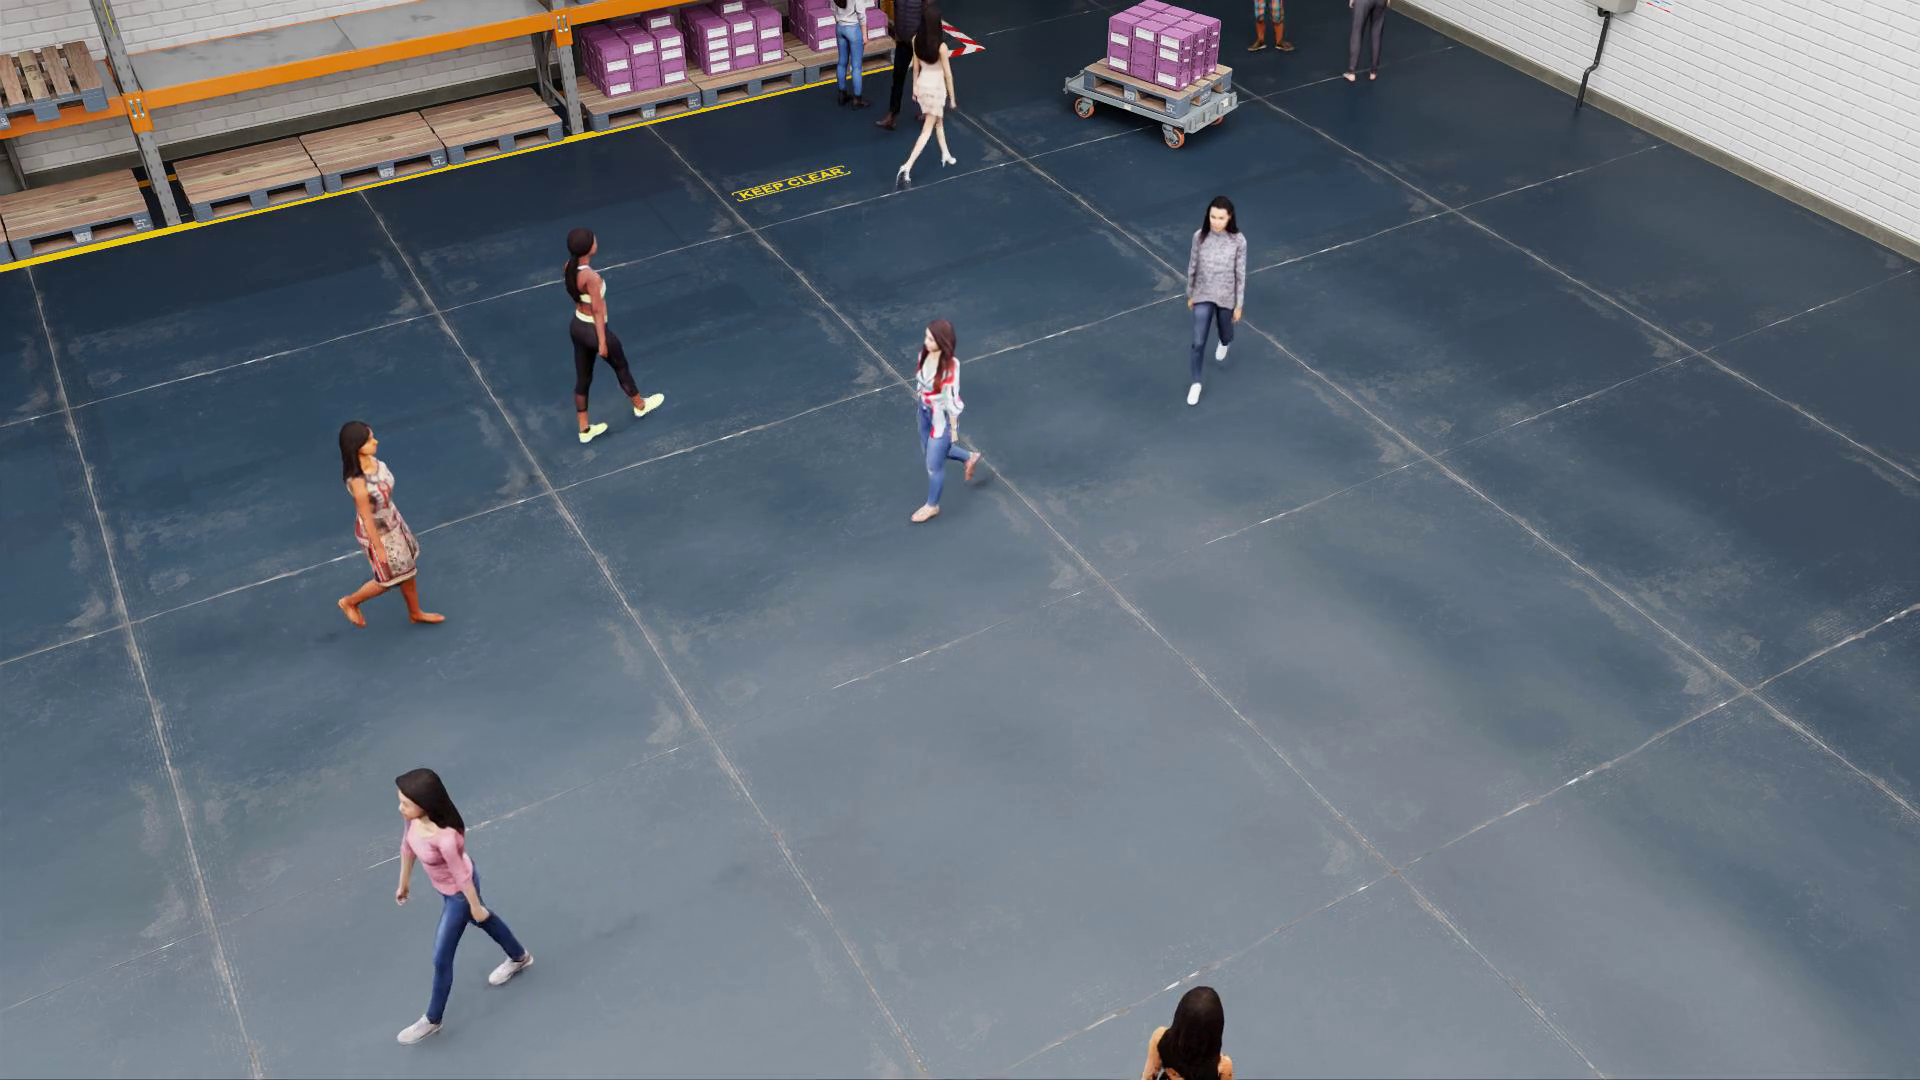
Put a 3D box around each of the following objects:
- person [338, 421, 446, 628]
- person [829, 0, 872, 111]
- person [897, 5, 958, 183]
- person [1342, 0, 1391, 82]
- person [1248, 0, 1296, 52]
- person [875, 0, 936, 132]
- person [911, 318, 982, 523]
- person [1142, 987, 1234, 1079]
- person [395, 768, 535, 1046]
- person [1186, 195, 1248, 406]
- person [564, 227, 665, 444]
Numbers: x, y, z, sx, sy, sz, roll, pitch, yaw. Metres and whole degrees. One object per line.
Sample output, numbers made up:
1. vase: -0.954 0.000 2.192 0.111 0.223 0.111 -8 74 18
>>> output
1. person: -3.826 -0.050 10.762 0.988 1.634 0.853 -3 39 -4
2. person: -1.157 -5.312 17.351 0.669 1.634 0.636 27 46 29
3. person: -0.329 -4.229 15.941 0.833 1.701 1.128 28 46 31
4. person: 4.419 -5.815 17.877 0.599 1.763 0.732 -3 39 -3
5. person: 3.492 -6.156 18.566 0.785 1.436 0.795 7 39 9
6. person: -0.404 -5.096 16.948 1.005 1.799 1.209 25 45 28
7. person: -0.090 -0.888 11.840 0.945 1.598 0.675 -27 46 -29
8. person: 0.954 2.636 7.400 0.708 1.632 0.791 25 45 28
9. person: -2.500 1.731 8.468 1.060 1.713 0.686 -25 45 -28
10. person: 2.029 -1.936 13.062 0.994 1.709 1.060 11 40 13
11. person: -2.836 -1.491 12.494 0.801 1.723 1.066 30 47 32
